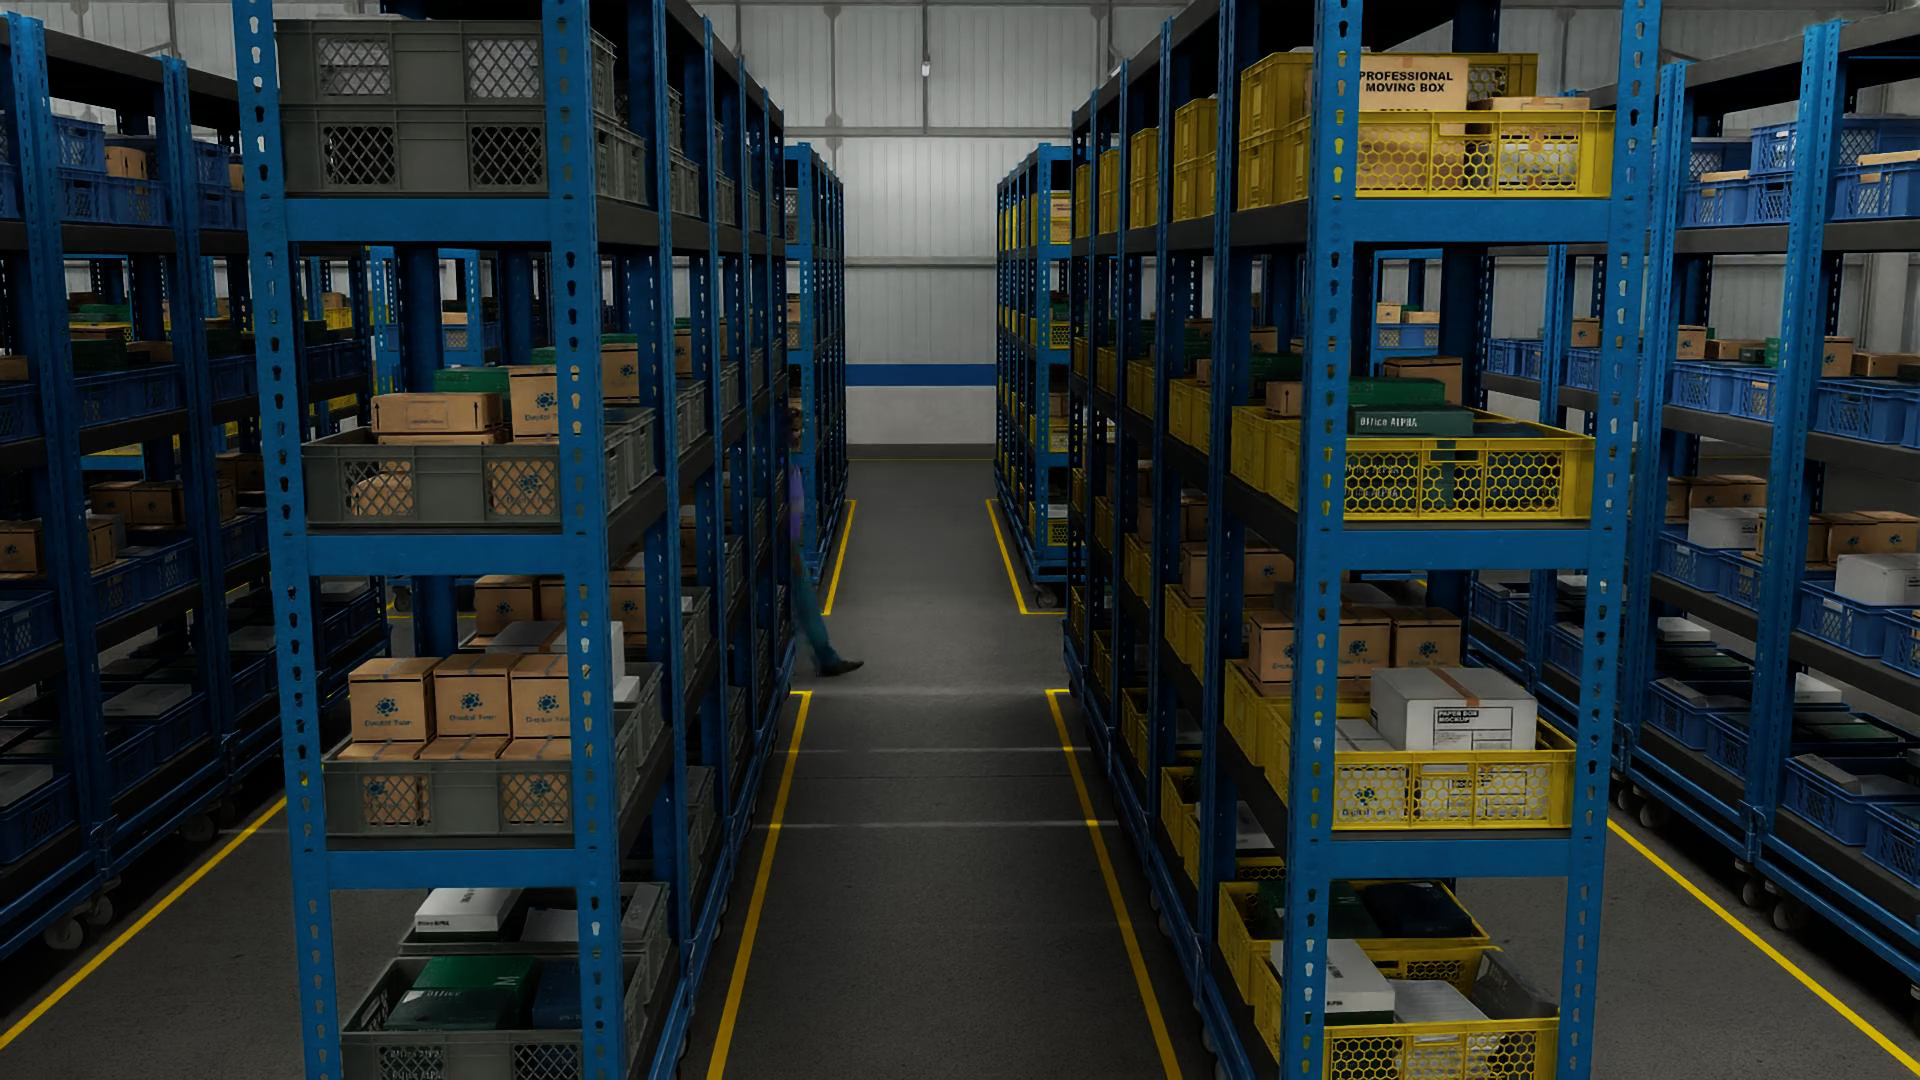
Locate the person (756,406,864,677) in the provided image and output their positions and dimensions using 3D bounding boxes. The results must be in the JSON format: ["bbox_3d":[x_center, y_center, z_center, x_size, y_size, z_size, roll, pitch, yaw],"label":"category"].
[{"bbox_3d":[-1.122,0.036,10.739,0.909,1.794,0.573,1,9,8],"label":"person"}]
